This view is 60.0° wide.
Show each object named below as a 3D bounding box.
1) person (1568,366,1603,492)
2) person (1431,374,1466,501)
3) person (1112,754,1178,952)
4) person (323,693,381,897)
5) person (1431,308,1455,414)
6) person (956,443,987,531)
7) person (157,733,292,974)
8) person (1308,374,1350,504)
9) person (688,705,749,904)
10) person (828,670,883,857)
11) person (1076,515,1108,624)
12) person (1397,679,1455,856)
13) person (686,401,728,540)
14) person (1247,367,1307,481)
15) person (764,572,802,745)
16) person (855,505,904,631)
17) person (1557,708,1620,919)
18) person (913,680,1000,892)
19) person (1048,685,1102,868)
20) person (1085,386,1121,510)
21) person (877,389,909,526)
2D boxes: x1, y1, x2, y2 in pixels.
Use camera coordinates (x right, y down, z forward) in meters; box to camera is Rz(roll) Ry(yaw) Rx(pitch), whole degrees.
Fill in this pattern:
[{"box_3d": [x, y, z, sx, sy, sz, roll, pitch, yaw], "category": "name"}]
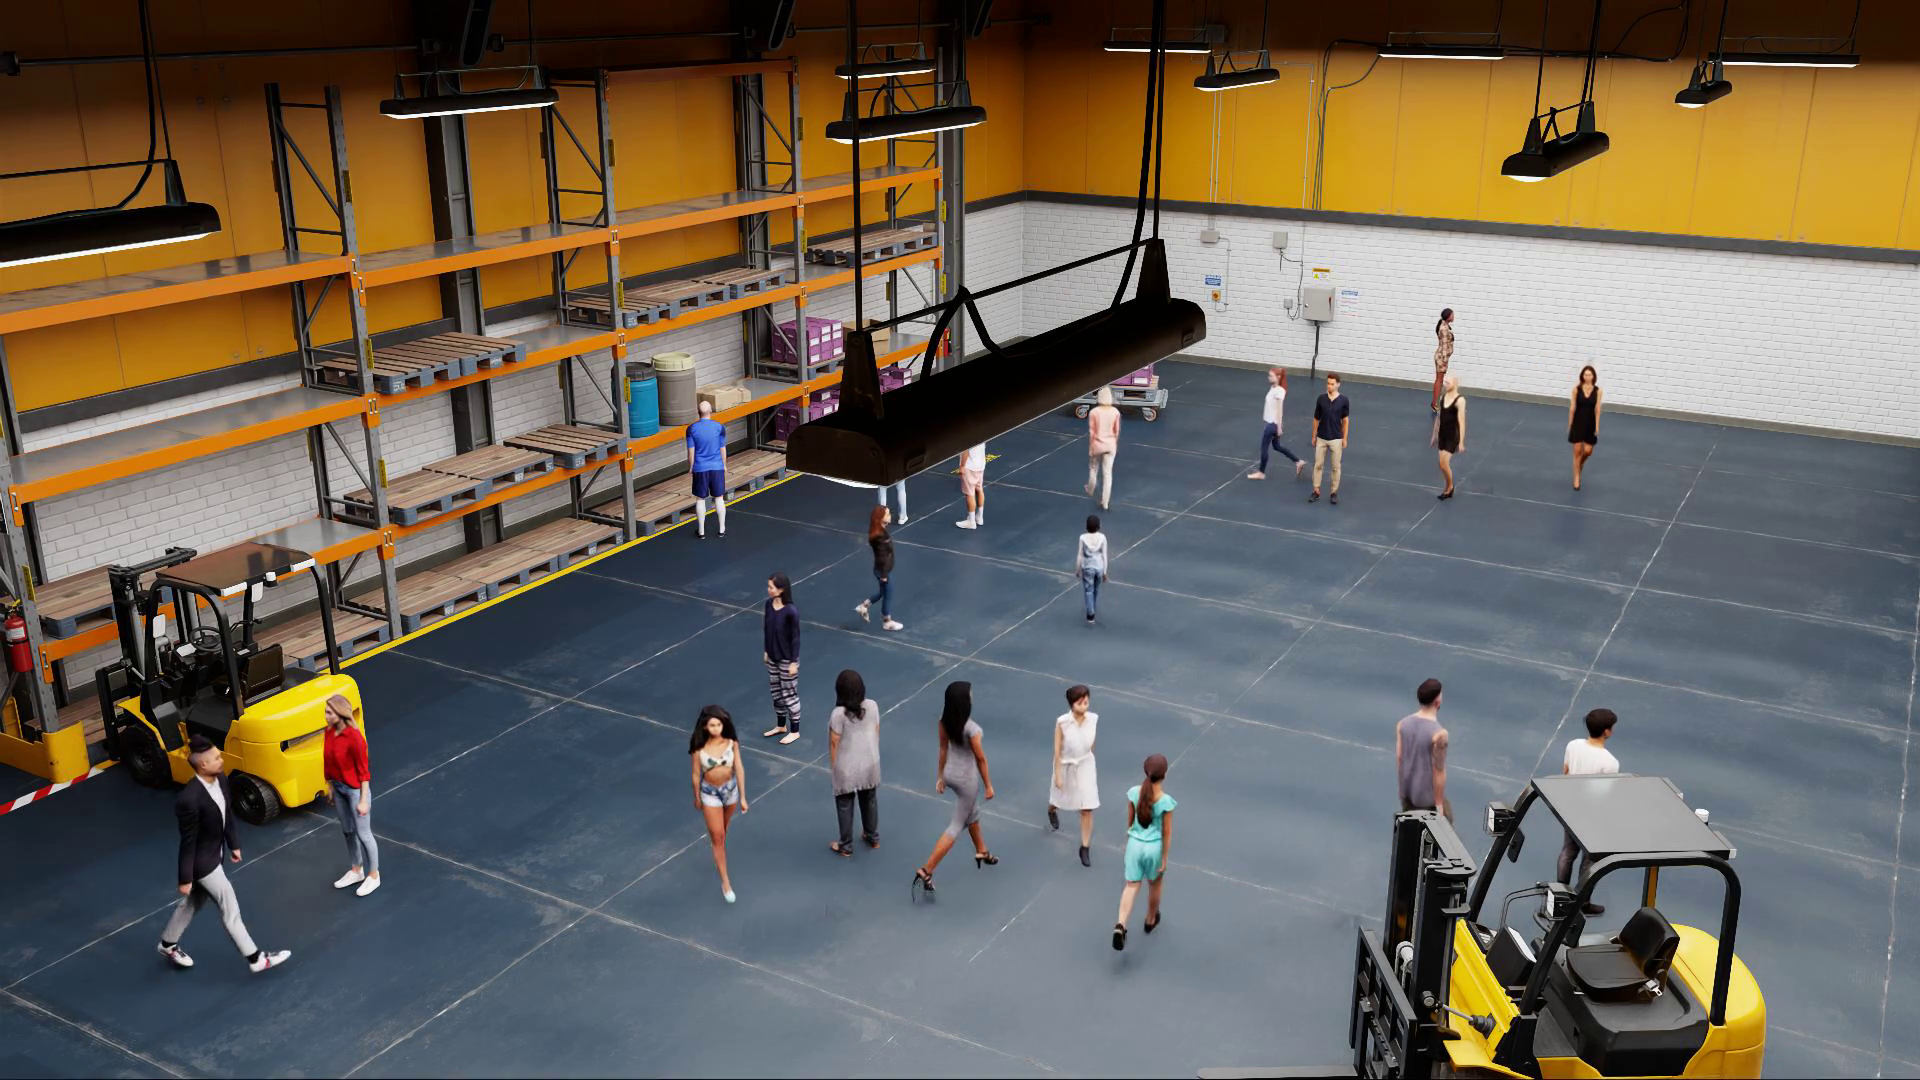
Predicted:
[{"box_3d": [8.960, -1.618, 23.907, 0.680, 1.823, 0.847, 5, 19, 16], "category": "person"}, {"box_3d": [6.964, -1.442, 23.414, 0.829, 1.804, 0.799, -8, 20, -22], "category": "person"}, {"box_3d": [1.379, 2.361, 12.531, 0.626, 1.543, 0.995, 7, 20, 21], "category": "person"}, {"box_3d": [-4.871, 2.017, 13.299, 0.608, 1.705, 0.488, 11, 21, 29], "category": "person"}, {"box_3d": [8.172, -3.046, 28.194, 0.692, 1.794, 0.559, 5, 19, 15], "category": "person"}, {"box_3d": [0.174, -1.035, 22.229, 0.702, 1.789, 0.514, 12, 22, 32], "category": "person"}, {"box_3d": [-5.608, 2.308, 12.116, 1.233, 1.908, 1.323, 1, 19, 4], "category": "person"}, {"box_3d": [5.188, -1.436, 23.316, 0.667, 1.855, 0.574, 7, 20, 20], "category": "person"}, {"box_3d": [-1.947, 2.048, 13.397, 1.030, 1.583, 1.000, -8, 20, -22], "category": "person"}, {"box_3d": [-0.883, 1.854, 13.942, 0.732, 1.603, 0.810, -12, 22, -31], "category": "person"}, {"box_3d": [1.508, 0.345, 18.995, 0.793, 1.237, 0.924, -2, 19, -5], "category": "person"}, {"box_3d": [3.559, 1.994, 13.049, 0.749, 1.820, 0.748, -12, 22, -32], "category": "person"}, {"box_3d": [-3.315, -0.934, 21.848, 0.747, 1.841, 0.803, -5, 19, -13], "category": "person"}, {"box_3d": [4.677, -1.675, 24.258, 0.923, 1.706, 1.090, 2, 19, 7], "category": "person"}, {"box_3d": [-1.695, 1.103, 15.969, 0.599, 1.732, 0.655, -18, 25, -42], "category": "person"}, {"box_3d": [-0.928, 0.320, 18.706, 0.837, 1.471, 0.819, -1, 19, -2], "category": "person"}, {"box_3d": [4.899, 2.108, 13.003, 0.704, 1.721, 0.704, -10, 21, -27], "category": "person"}, {"box_3d": [-0.059, 2.006, 13.281, 1.198, 1.736, 0.893, -14, 23, -36], "category": "person"}, {"box_3d": [0.921, 1.911, 13.907, 0.990, 1.518, 1.033, -5, 19, -14], "category": "person"}, {"box_3d": [2.003, -1.255, 23.042, 1.012, 1.688, 1.126, -3, 19, -9], "category": "person"}, {"box_3d": [-0.938, -1.112, 22.360, 0.725, 1.852, 0.745, -2, 19, -6], "category": "person"}]
